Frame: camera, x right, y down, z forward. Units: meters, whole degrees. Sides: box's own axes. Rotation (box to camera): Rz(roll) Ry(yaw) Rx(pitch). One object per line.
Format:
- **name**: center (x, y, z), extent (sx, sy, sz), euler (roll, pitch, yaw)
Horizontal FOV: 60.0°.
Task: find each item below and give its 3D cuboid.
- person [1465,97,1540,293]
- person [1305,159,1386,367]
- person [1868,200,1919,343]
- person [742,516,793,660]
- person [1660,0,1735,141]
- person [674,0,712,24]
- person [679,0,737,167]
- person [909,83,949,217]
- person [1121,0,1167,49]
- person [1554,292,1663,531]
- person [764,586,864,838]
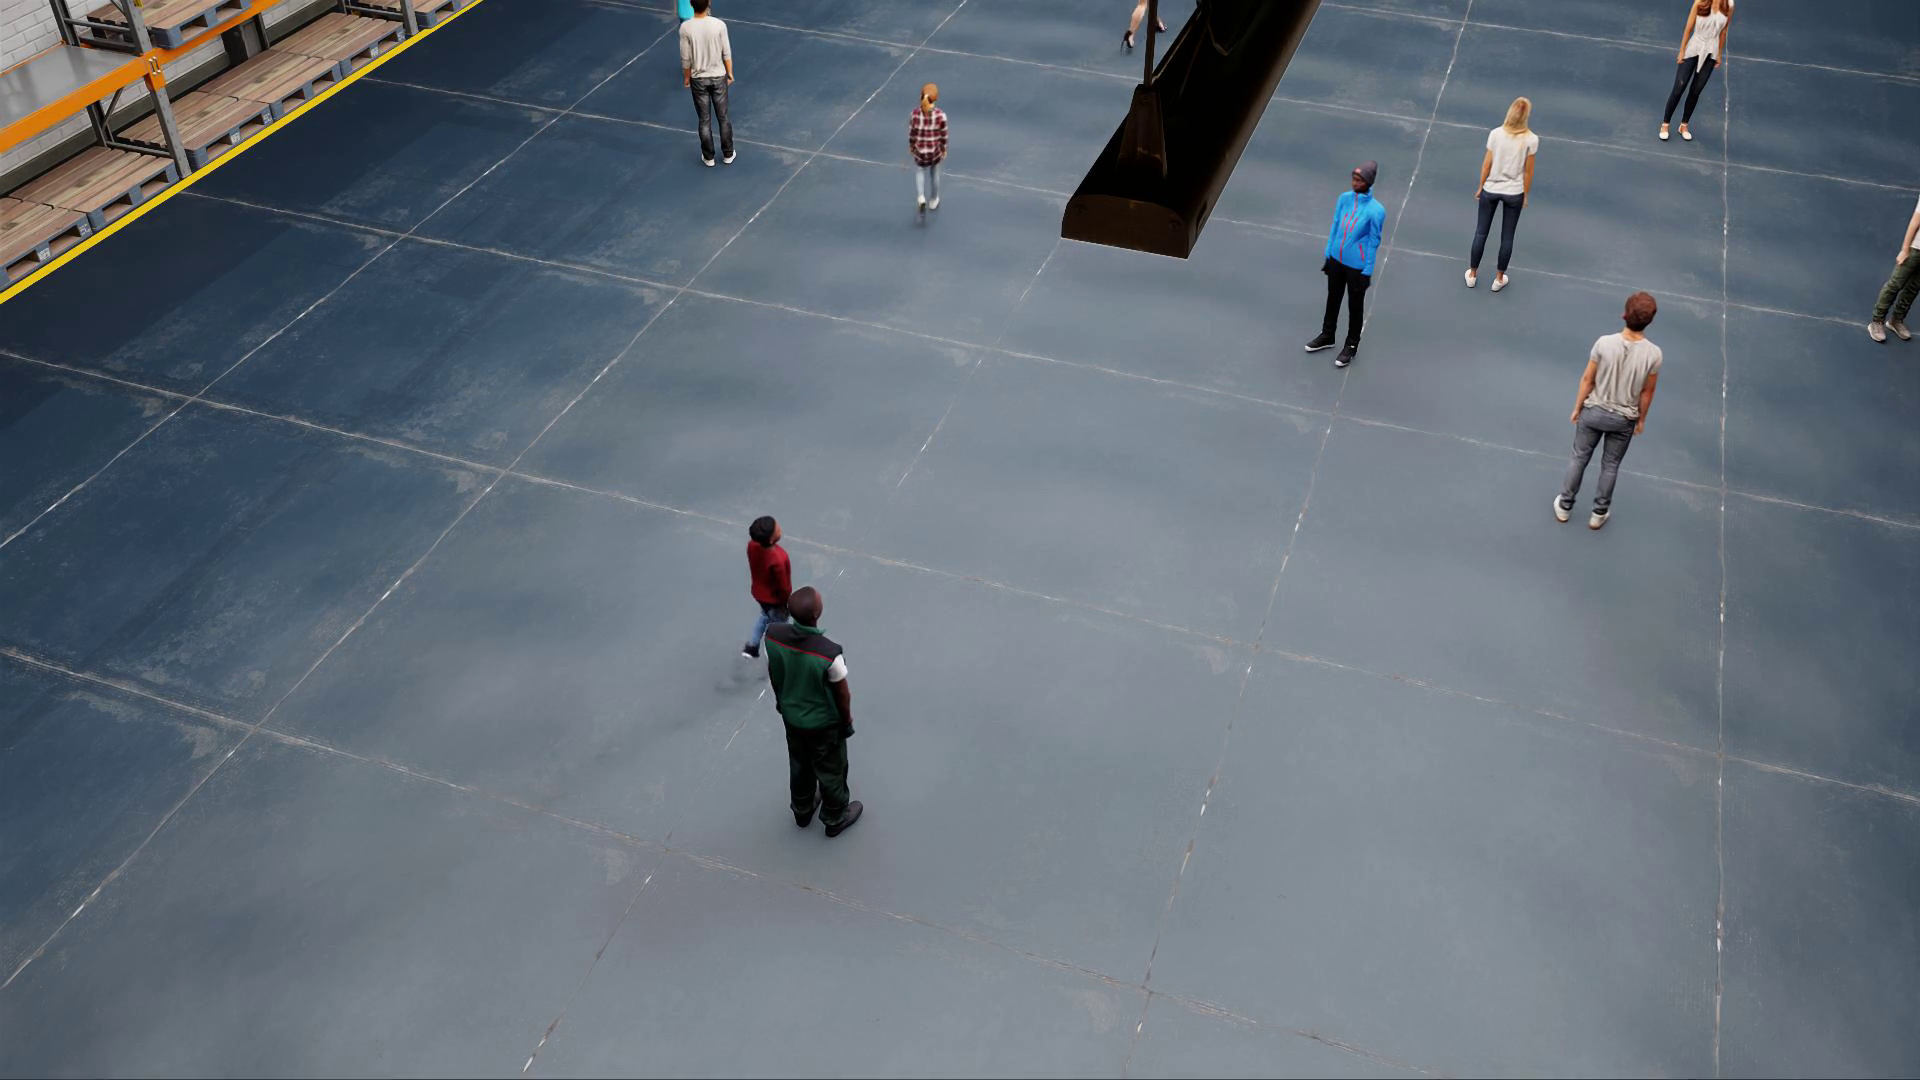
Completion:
- **person**: center (4.801, -3.055, 14.713), extent (0.605, 1.808, 0.500), euler (14, 41, 17)
- **person**: center (3.251, -2.313, 13.795), extent (0.692, 1.794, 0.696), euler (-30, 48, -32)
- **person**: center (8.165, -2.467, 14.102), extent (0.662, 1.653, 0.668), euler (-4, 39, -5)
- **person**: center (-1.282, 0.365, 10.882), extent (0.727, 1.245, 0.643), euler (-30, 48, -32)
- **person**: center (7.640, -5.017, 17.189), extent (0.638, 1.785, 0.603), euler (3, 39, 4)
- **person**: center (-3.034, -5.887, 18.557), extent (0.550, 1.437, 0.570), euler (10, 40, 12)
- **person**: center (-2.523, -4.641, 16.697), extent (0.740, 1.811, 0.732), euler (-6, 39, -7)
- **person**: center (-0.317, -3.735, 15.979), extent (0.647, 1.292, 0.809), euler (3, 39, 4)
- **person**: center (2.126, -6.449, 19.075), extent (1.160, 1.670, 0.952), euler (-31, 48, -33)
- **person**: center (4.672, -0.909, 11.957), extent (0.641, 1.893, 0.536), euler (13, 41, 16)
- **person**: center (-0.850, 0.997, 9.615), extent (0.705, 1.840, 0.635), euler (17, 42, 21)
